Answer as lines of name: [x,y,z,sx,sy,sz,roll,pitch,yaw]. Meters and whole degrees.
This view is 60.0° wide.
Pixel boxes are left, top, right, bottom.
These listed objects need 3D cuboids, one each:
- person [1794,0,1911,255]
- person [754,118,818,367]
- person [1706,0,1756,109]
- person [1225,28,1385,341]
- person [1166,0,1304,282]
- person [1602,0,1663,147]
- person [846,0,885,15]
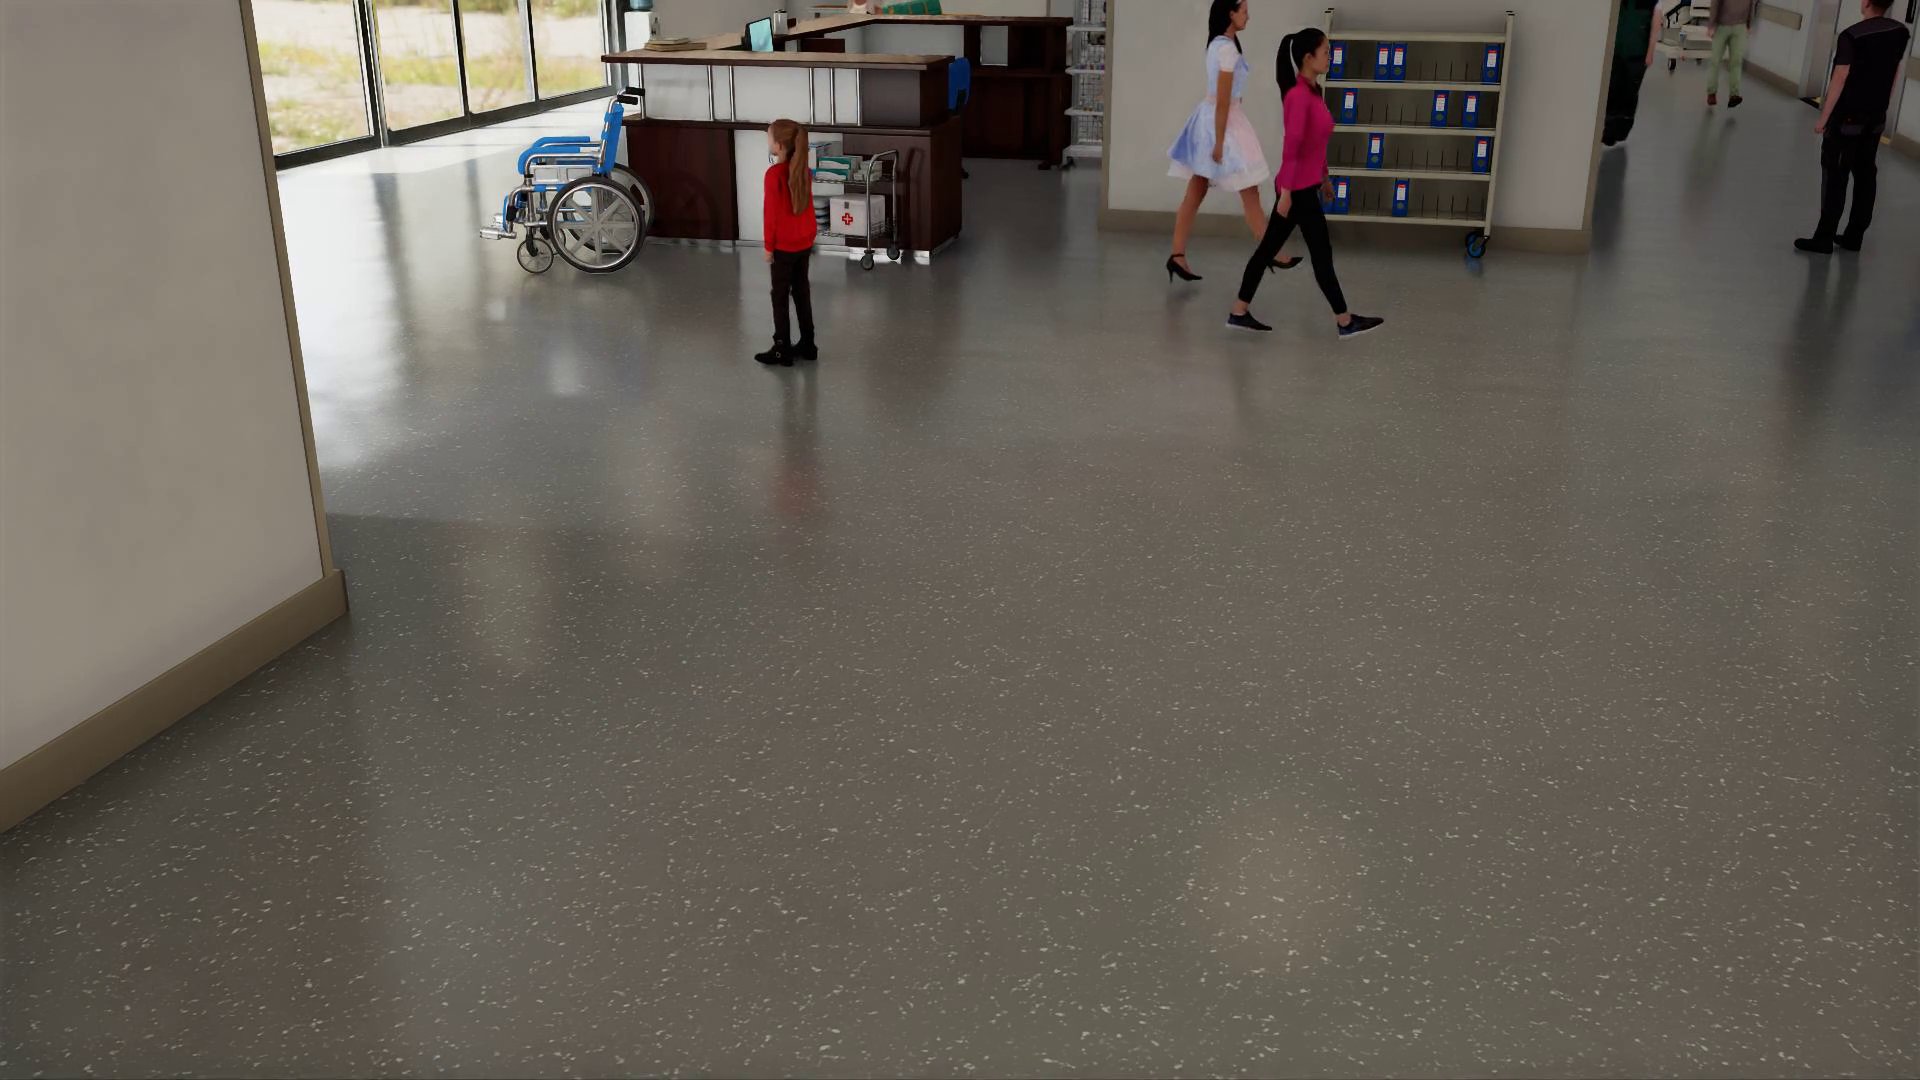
person: [6.261,-2.948,11.608,0.739,1.845,0.865,-6,22,-16]
person: [-0.897,-1.568,8.758,0.601,1.283,0.562,14,25,33]
person: [9.244,-6.130,20.044,1.191,1.820,0.795,4,21,10]
person: [1.755,-1.902,9.116,1.093,1.655,0.618,6,22,16]
person: [1.538,-2.489,10.494,1.211,1.777,0.903,-2,21,-4]
person: [6.782,-4.905,16.868,1.078,1.779,0.930,17,27,38]
person: [-0.923,-5.087,17.413,1.032,1.733,0.895,14,25,32]
